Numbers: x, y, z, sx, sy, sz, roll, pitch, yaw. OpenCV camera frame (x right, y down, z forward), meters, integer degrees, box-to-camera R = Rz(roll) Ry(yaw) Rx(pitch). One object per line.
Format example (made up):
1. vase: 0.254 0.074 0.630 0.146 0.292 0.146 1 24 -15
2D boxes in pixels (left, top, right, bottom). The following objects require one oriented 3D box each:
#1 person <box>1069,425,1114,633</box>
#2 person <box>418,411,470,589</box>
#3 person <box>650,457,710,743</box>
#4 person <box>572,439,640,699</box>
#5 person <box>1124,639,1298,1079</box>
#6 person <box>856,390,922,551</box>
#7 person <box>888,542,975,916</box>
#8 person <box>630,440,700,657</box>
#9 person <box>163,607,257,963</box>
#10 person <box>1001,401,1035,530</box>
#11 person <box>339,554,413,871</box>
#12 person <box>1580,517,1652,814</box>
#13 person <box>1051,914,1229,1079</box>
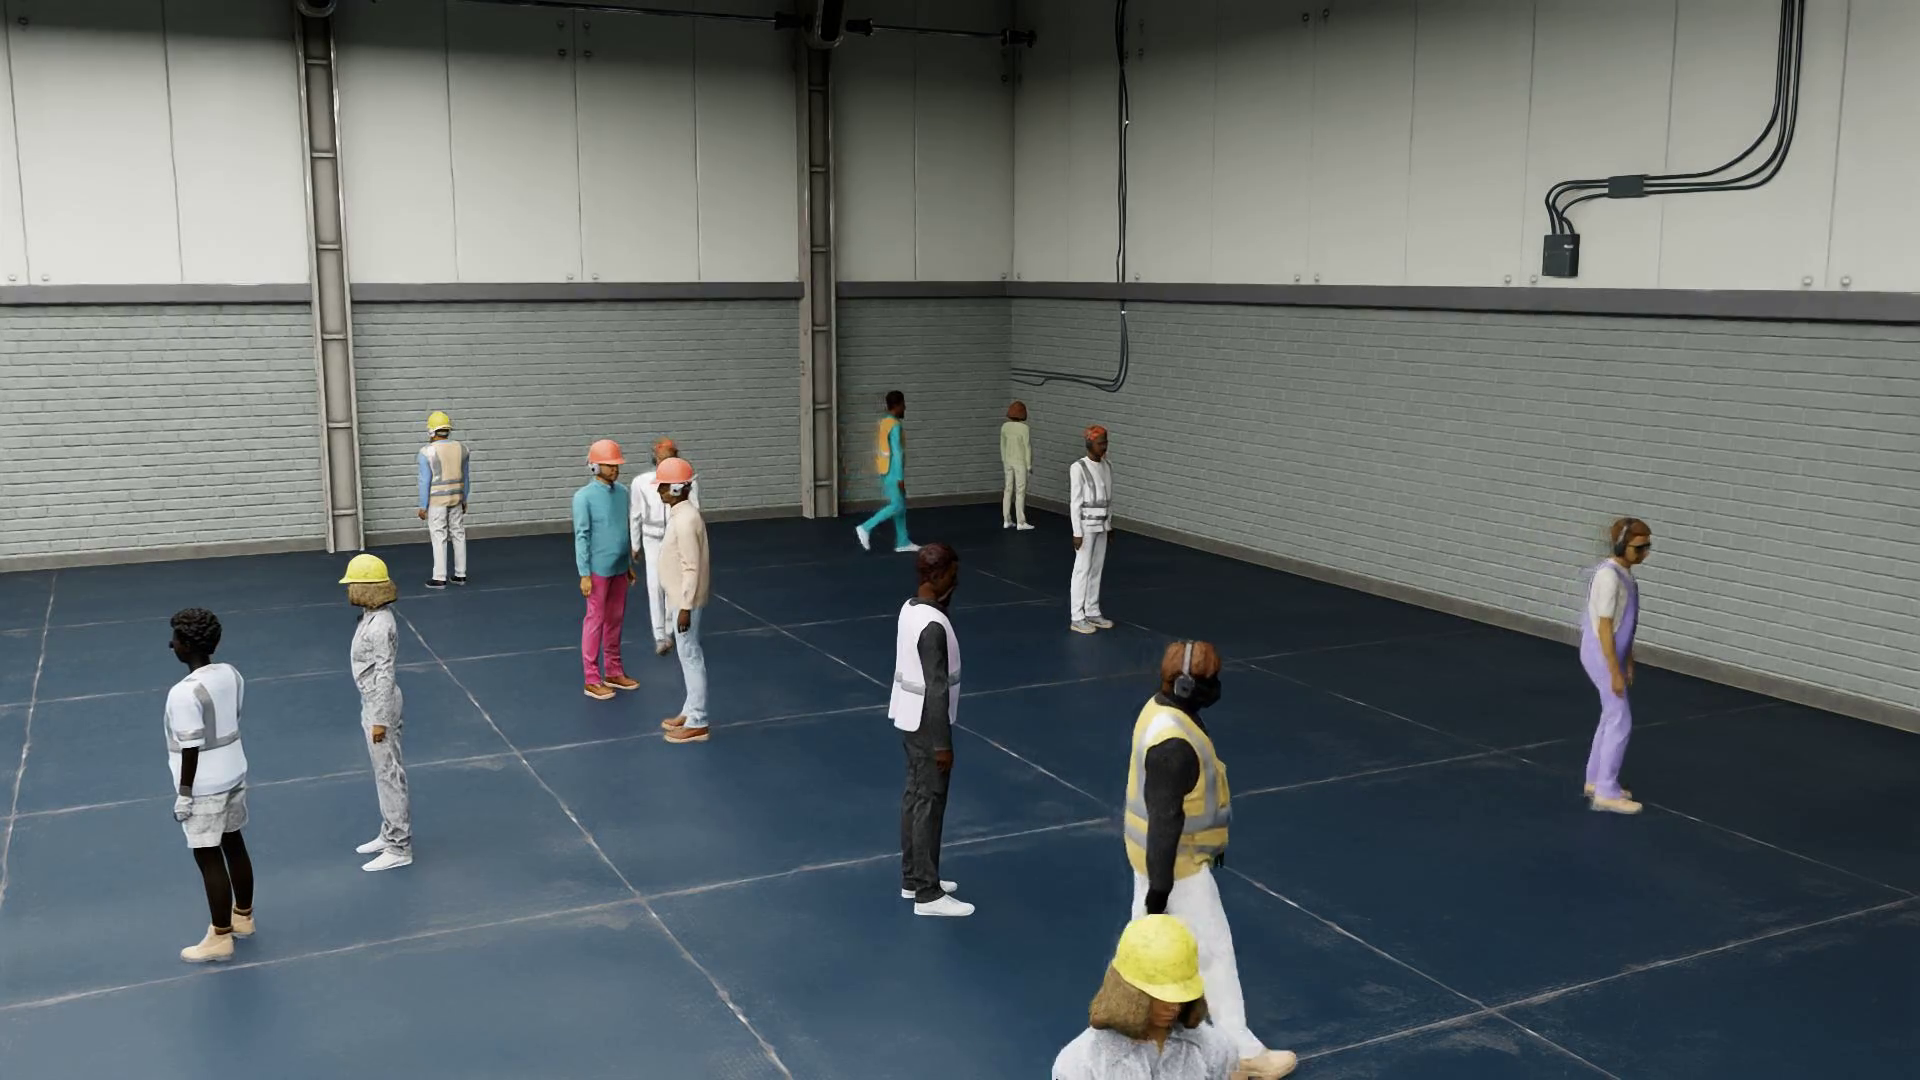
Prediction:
1. person: 1.207 -0.104 15.150 0.337 1.882 0.584 7 12 37
2. person: -5.350 -0.413 17.211 0.404 1.833 0.590 7 11 36
3. person: -1.947 0.413 11.628 0.396 1.992 0.623 -2 9 -11
4. person: -2.721 0.214 12.849 0.388 1.992 0.625 4 10 25
5. person: 1.013 1.295 6.780 0.864 1.810 0.629 1 9 3
6. person: -0.814 -0.790 19.309 0.729 1.900 0.605 -2 9 -11
7. person: -0.161 0.957 8.517 0.392 1.916 0.592 -2 10 -14
8. person: -2.507 0.072 14.201 0.587 1.832 0.976 -2 9 -13
9. person: -3.595 1.158 7.948 0.316 1.695 0.542 0 9 1
10. person: 0.726 -0.946 21.109 0.280 1.633 0.501 -9 13 -44
11. person: -3.220 0.939 9.158 0.297 1.743 0.493 -4 10 -23
12. person: 3.960 0.755 10.041 0.398 1.822 0.534 5 11 29
13. person: 0.469 1.760 4.147 0.496 1.736 0.316 -3 10 -20
